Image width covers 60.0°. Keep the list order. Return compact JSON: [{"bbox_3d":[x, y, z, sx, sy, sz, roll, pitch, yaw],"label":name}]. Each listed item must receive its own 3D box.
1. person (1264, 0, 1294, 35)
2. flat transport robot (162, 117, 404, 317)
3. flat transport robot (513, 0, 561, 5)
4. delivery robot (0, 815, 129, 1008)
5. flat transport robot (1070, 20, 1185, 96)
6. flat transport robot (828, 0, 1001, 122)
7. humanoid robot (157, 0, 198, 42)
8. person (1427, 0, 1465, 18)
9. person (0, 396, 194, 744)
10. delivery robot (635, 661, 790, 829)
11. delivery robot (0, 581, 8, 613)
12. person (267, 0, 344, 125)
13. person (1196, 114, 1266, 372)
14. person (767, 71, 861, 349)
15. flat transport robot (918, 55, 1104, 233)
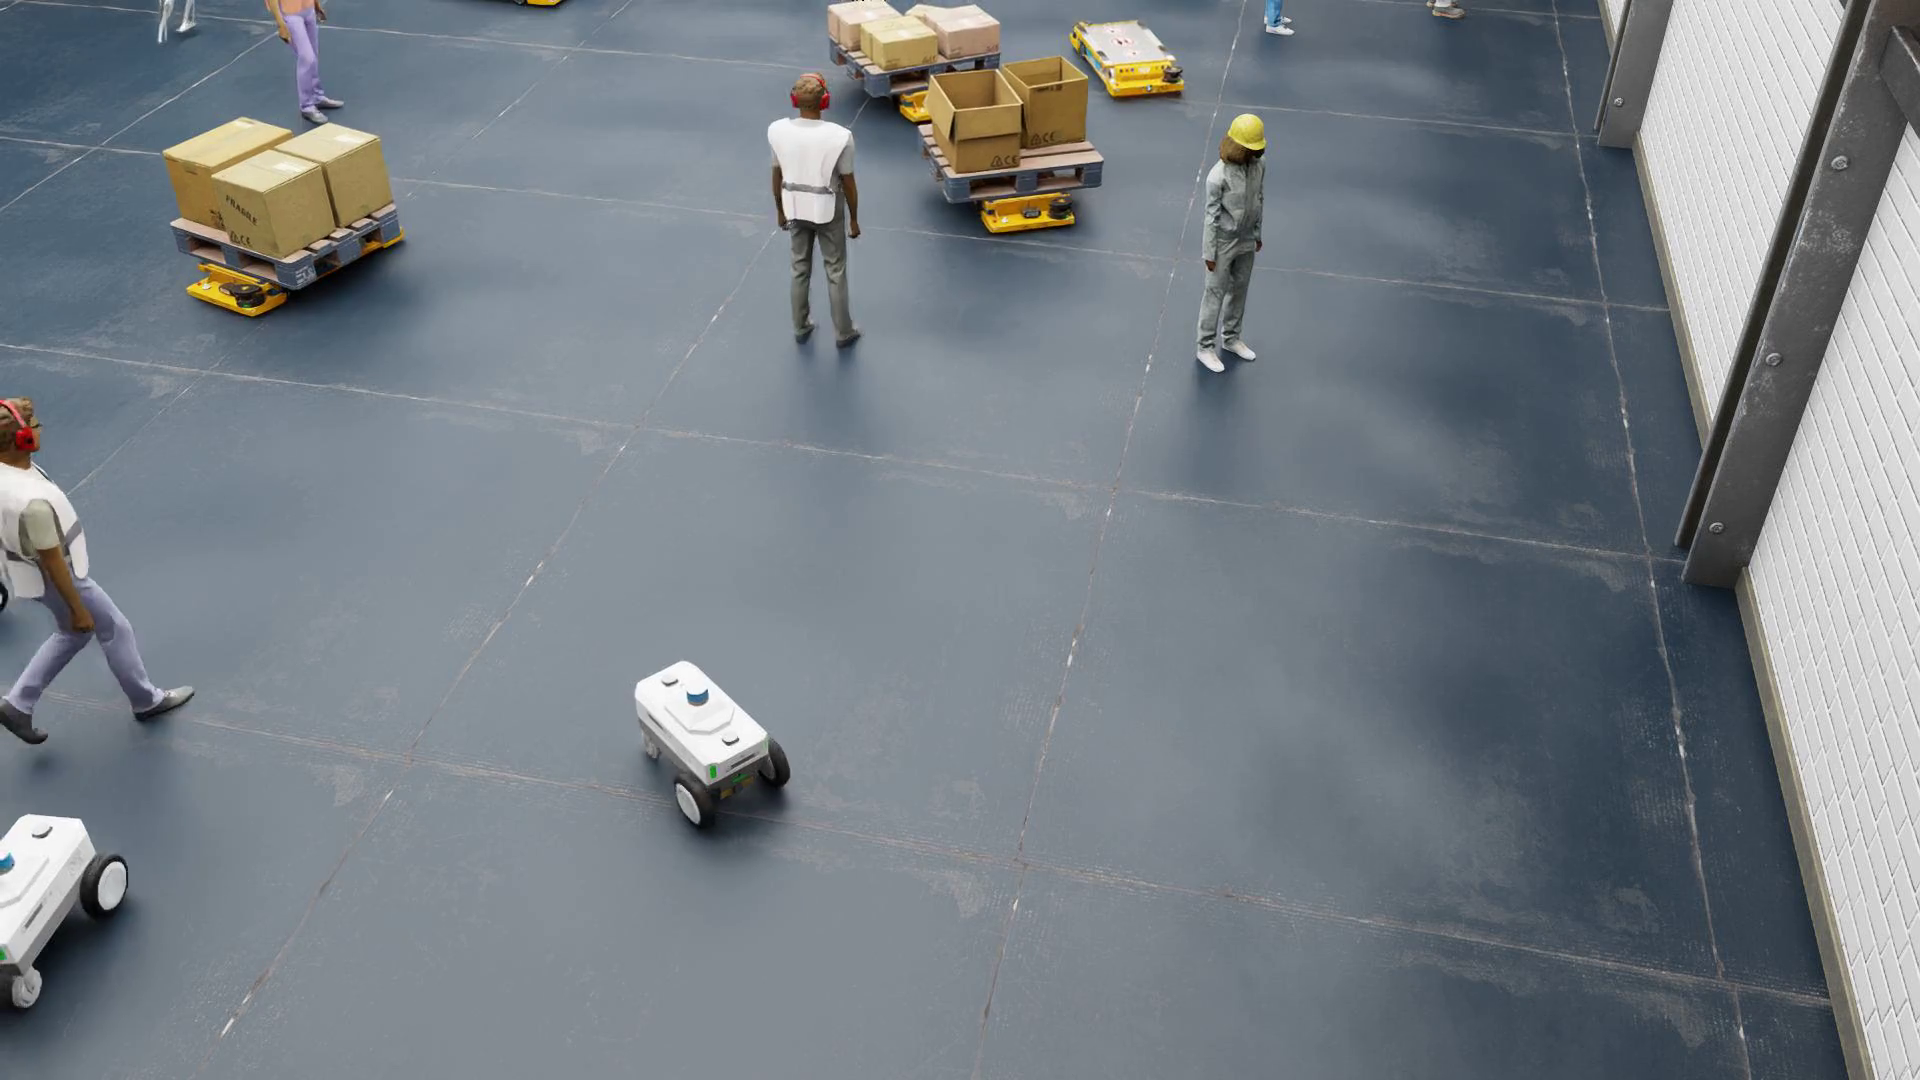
[{"bbox_3d":[3.052,-5.625,15.526,0.370,1.728,0.495,4,37,5],"label":"person"},{"bbox_3d":[-4.765,-2.044,11.954,0.659,0.231,1.431,19,41,24],"label":"flat transport robot"},{"bbox_3d":[-4.583,-5.640,16.766,1.431,0.231,0.659,10,38,14],"label":"flat transport robot"},{"bbox_3d":[-3.925,1.508,6.971,0.499,0.606,0.794,4,37,5],"label":"delivery robot"},{"bbox_3d":[1.501,-4.391,15.094,0.659,0.231,1.431,-8,37,-10],"label":"flat transport robot"},{"bbox_3d":[-0.398,-4.051,14.639,0.659,0.231,1.431,-16,40,-20],"label":"flat transport robot"},{"bbox_3d":[-7.366,-5.475,15.361,0.541,1.833,0.757,15,39,19],"label":"humanoid robot"},{"bbox_3d":[4.772,-5.981,15.875,0.359,1.882,0.573,3,37,4],"label":"person"},{"bbox_3d":[-4.225,0.188,7.684,0.768,1.808,0.587,-30,46,-33],"label":"person"},{"bbox_3d":[-1.181,0.930,7.751,0.499,0.614,0.791,-27,44,-31],"label":"delivery robot"},{"bbox_3d":[-5.472,0.219,8.685,0.789,0.593,0.499,-30,46,-34],"label":"delivery robot"},{"bbox_3d":[-5.484,-4.358,13.761,0.471,1.815,0.564,14,39,18],"label":"person"},{"bbox_3d":[1.734,-1.874,10.505,0.491,1.731,0.321,-27,44,-31],"label":"person"},{"bbox_3d":[-0.927,-2.085,10.709,0.586,1.835,0.378,9,38,12],"label":"person"},{"bbox_3d":[0.363,-2.797,12.961,0.659,0.231,1.431,-9,38,-12],"label":"flat transport robot"}]
